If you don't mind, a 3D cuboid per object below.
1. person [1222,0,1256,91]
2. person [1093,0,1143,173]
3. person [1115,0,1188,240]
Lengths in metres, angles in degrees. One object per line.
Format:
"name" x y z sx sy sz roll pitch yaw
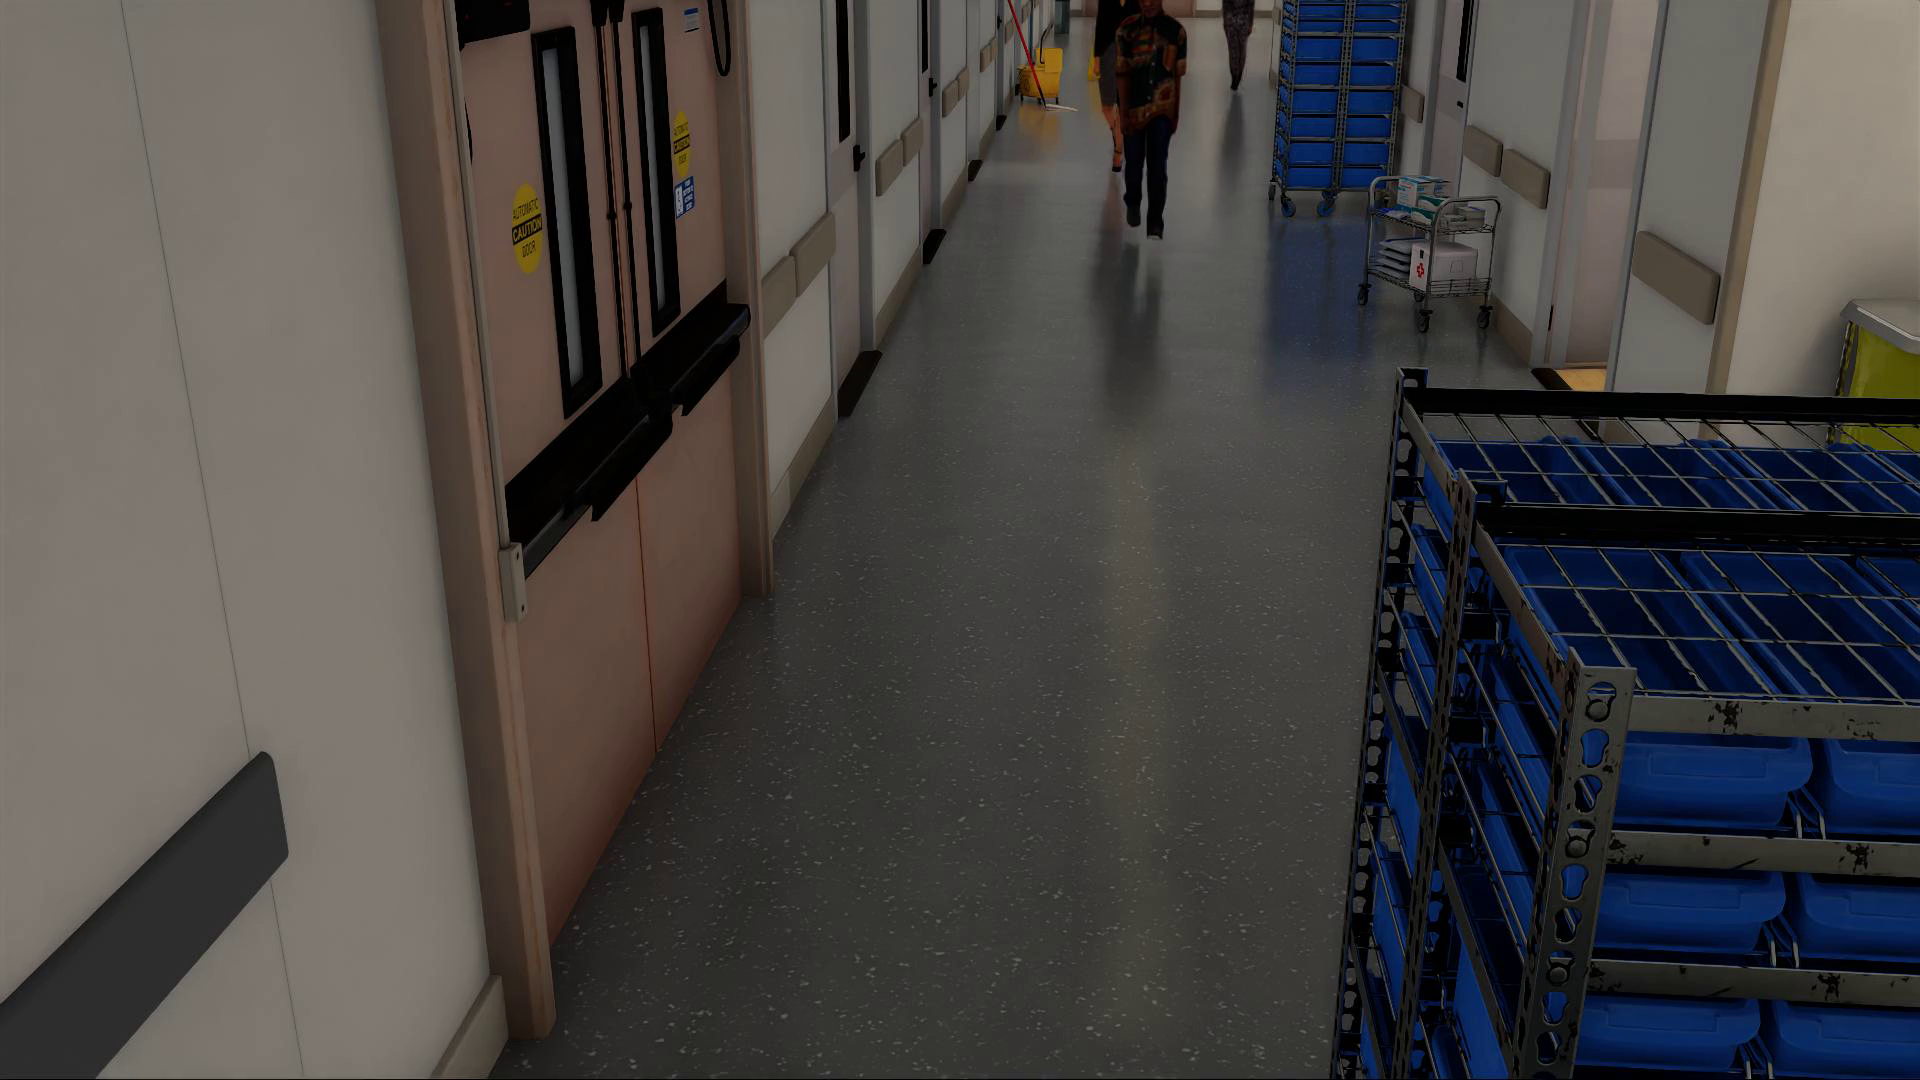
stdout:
"person" 3.603 -6.693 21.651 0.552 1.672 1.058 2 21 5
"person" 1.426 -4.268 15.038 0.671 1.820 1.058 3 21 9
"person" 1.302 -3.041 11.830 0.747 1.759 1.273 -1 21 -2
